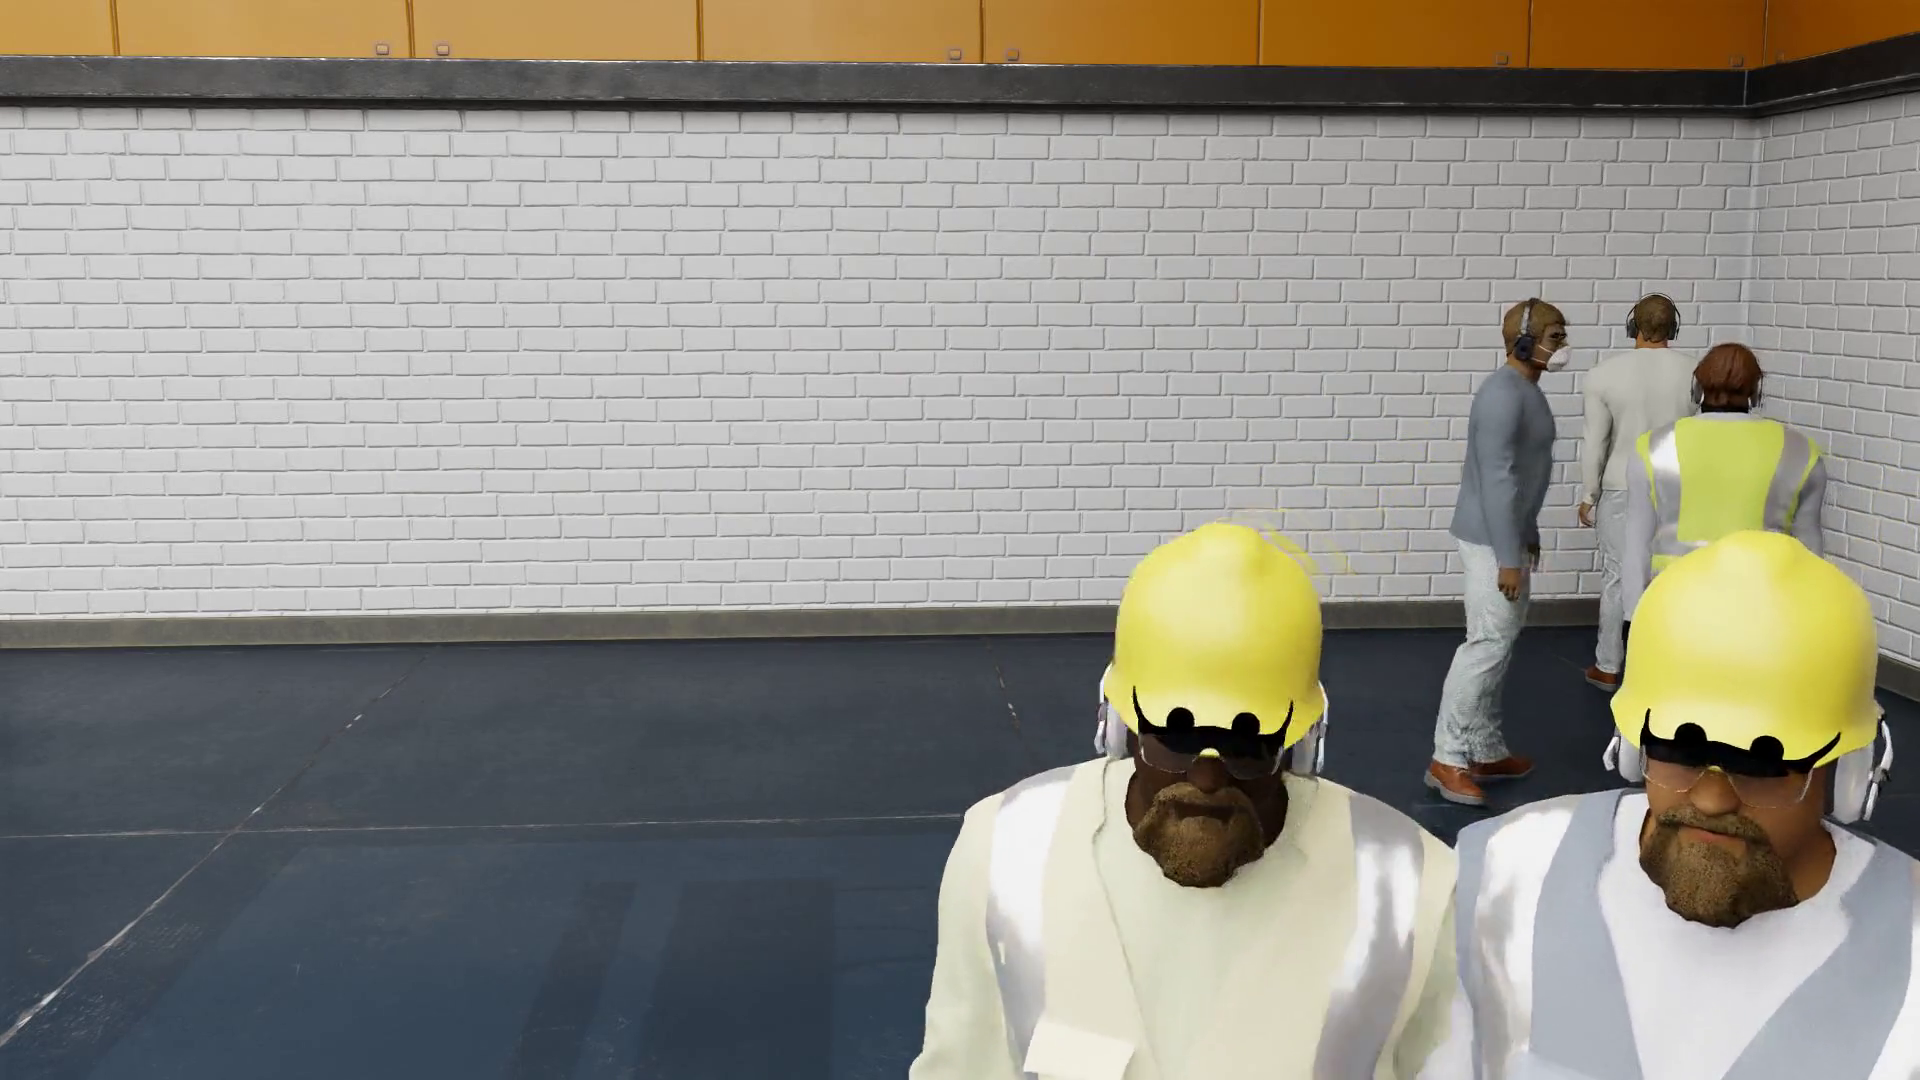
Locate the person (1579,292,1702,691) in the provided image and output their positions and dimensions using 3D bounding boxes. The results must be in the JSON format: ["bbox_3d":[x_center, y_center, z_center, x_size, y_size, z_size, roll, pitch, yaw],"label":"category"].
[{"bbox_3d":[3.312,-0.221,8.064,0.632,1.940,0.372,1,9,9],"label":"person"}]

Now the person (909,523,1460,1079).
[{"bbox_3d":[0.247,0.851,1.838,0.627,1.777,0.979,3,10,19],"label":"person"}]

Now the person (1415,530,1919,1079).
[{"bbox_3d":[0.740,0.864,1.689,0.598,1.803,0.799,7,11,36],"label":"person"}]

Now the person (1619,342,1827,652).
[{"bbox_3d":[2.568,0.234,5.637,0.635,1.809,0.905,3,10,20],"label":"person"}]

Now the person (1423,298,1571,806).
[{"bbox_3d":[2.111,0.031,6.505,0.443,1.939,0.780,4,10,23],"label":"person"}]
